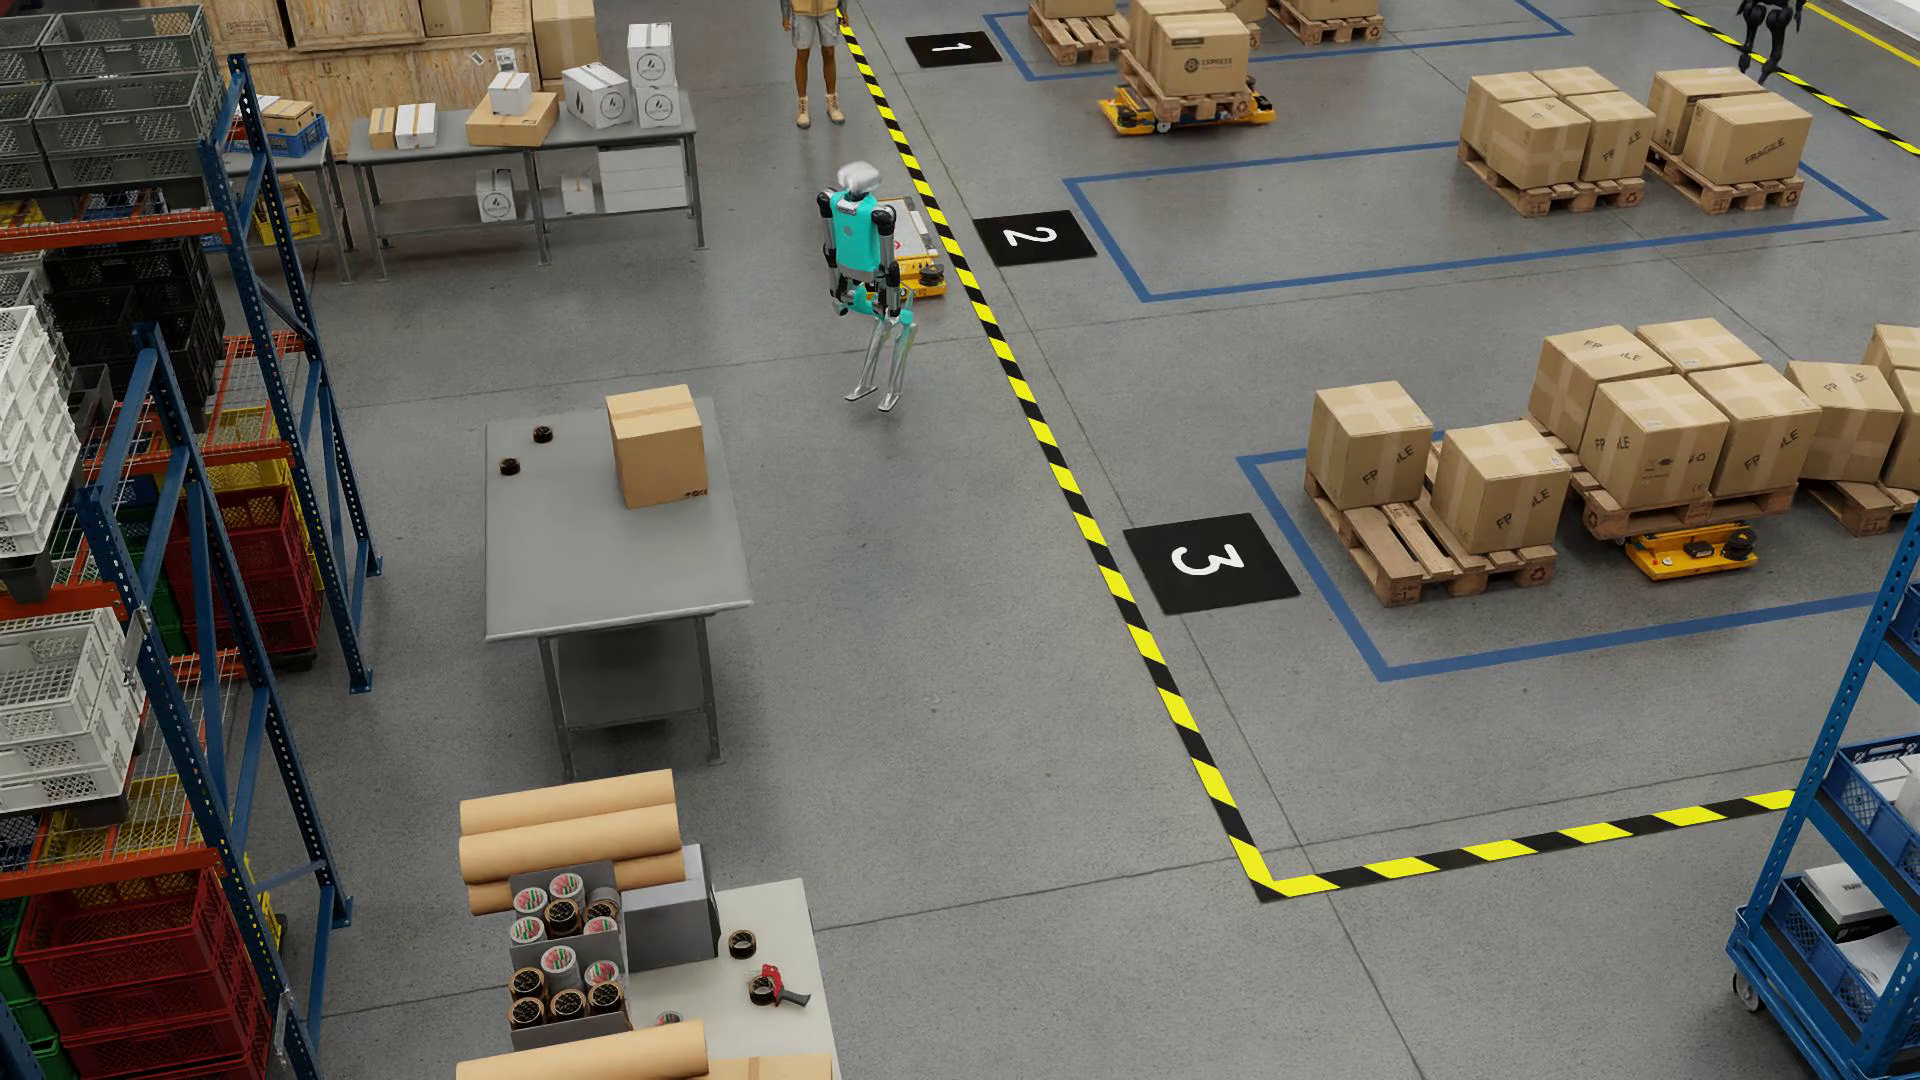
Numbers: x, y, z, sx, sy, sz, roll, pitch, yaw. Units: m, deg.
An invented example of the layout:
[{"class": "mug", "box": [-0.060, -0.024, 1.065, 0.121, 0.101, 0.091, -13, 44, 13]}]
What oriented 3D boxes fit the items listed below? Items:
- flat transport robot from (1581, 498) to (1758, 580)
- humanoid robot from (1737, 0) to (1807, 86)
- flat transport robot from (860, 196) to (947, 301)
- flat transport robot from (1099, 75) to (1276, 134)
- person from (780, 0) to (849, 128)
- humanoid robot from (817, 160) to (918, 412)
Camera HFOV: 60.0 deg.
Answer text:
[{"class": "flat transport robot", "box": [4.062, -0.294, 9.926, 0.652, 0.197, 1.431, -8, 37, -10]}, {"class": "humanoid robot", "box": [7.176, -4.742, 14.751, 0.453, 1.648, 0.611, -27, 44, -31]}, {"class": "flat transport robot", "box": [-0.570, -2.220, 12.538, 0.659, 0.231, 1.431, -8, 37, -10]}, {"class": "flat transport robot", "box": [2.013, -3.862, 14.722, 1.431, 0.197, 0.652, -8, 37, -10]}, {"class": "person", "box": [-1.235, -4.543, 14.172, 0.606, 2.048, 0.366, -9, 38, -12]}, {"class": "humanoid robot", "box": [-0.487, -1.621, 10.394, 0.533, 1.673, 0.735, 21, 41, 26]}]
